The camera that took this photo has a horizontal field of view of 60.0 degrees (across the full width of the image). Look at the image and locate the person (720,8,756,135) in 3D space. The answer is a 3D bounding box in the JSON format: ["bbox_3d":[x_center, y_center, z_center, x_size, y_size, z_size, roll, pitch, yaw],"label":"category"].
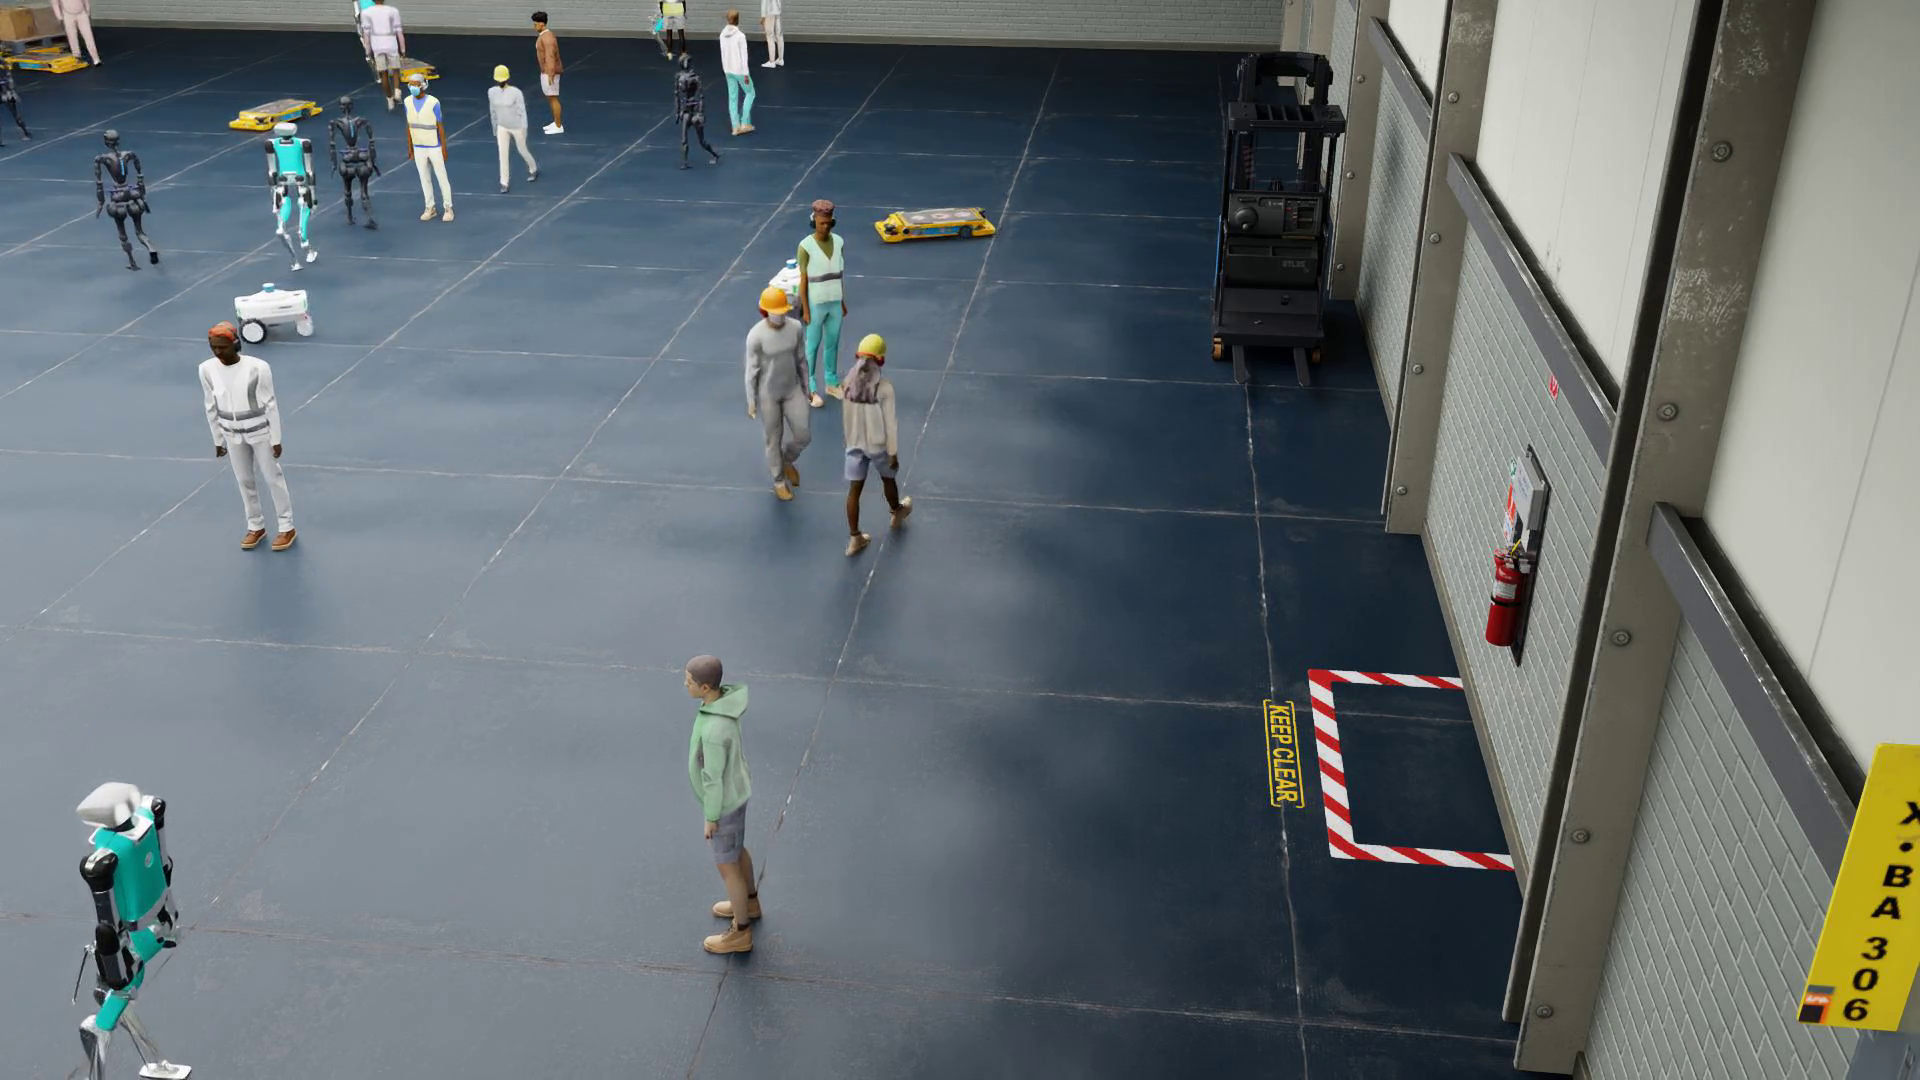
[{"bbox_3d":[-3.443,-7.281,25.846,0.528,1.904,0.520,15,30,27],"label":"person"}]

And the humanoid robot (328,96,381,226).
[{"bbox_3d":[-7.733,-4.815,21.224,0.610,1.624,0.671,-16,31,-29],"label":"humanoid robot"}]

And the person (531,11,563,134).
[{"bbox_3d":[-6.402,-7.303,25.966,0.416,1.842,0.792,-10,28,-19],"label":"person"}]

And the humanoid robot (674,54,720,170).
[{"bbox_3d":[-3.817,-6.178,23.958,0.590,1.648,0.723,18,32,32],"label":"humanoid robot"}]

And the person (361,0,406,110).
[{"bbox_3d":[-9.464,-8.111,27.390,0.623,2.015,0.480,-7,27,-13],"label":"person"}]

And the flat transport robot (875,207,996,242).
[{"bbox_3d":[-0.314,-4.009,21.142,1.431,0.231,0.659,-6,27,-12],"label":"flat transport robot"}]

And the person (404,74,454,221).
[{"bbox_3d":[-6.852,-5.057,21.436,0.515,1.886,0.393,5,27,9],"label":"person"}]

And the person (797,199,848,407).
[{"bbox_3d":[-1.299,-2.252,15.729,0.486,1.977,0.388,-20,33,-34],"label":"person"}]

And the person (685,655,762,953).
[{"bbox_3d":[-1.243,1.375,8.768,0.316,1.731,0.476,-1,27,-2],"label":"person"}]

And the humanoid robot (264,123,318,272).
[{"bbox_3d":[-7.782,-3.913,19.371,0.542,1.749,1.047,-4,27,-8],"label":"humanoid robot"}]

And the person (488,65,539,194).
[{"bbox_3d":[-6.178,-5.705,22.907,0.563,1.715,0.876,4,27,8],"label":"person"}]

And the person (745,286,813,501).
[{"bbox_3d":[-1.482,-1.210,13.758,0.601,1.877,0.440,-14,30,-26],"label":"person"}]

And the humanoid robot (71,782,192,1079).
[{"bbox_3d":[-4.009,1.931,7.767,0.808,1.884,0.544,3,27,5],"label":"humanoid robot"}]

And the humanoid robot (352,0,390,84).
[{"bbox_3d":[-10.358,-8.858,29.247,0.553,1.831,0.751,-4,27,-8],"label":"humanoid robot"}]

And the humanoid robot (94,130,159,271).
[{"bbox_3d":[-9.784,-3.959,19.478,0.484,1.647,0.602,21,33,35],"label":"humanoid robot"}]

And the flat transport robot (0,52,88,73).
[{"bbox_3d":[-16.965,-8.825,30.757,1.431,0.231,0.659,8,28,16],"label":"flat transport robot"}]

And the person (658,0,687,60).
[{"bbox_3d":[-5.399,-9.920,31.345,0.530,1.697,0.322,0,27,0],"label":"person"}]

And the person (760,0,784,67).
[{"bbox_3d":[-3.476,-9.696,30.702,0.405,1.876,0.498,20,33,35],"label":"person"}]

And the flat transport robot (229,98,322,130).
[{"bbox_3d":[-11.046,-6.876,26.866,0.659,0.231,1.431,9,28,17],"label":"flat transport robot"}]

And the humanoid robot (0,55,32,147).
[{"bbox_3d":[-14.554,-6.802,25.220,0.608,1.629,0.819,0,27,0],"label":"humanoid robot"}]

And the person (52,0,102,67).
[{"bbox_3d":[-16.285,-9.643,30.605,0.658,1.864,0.925,-19,32,-33],"label":"person"}]

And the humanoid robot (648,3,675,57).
[{"bbox_3d":[-5.681,-10.093,31.583,0.722,1.731,0.530,-9,28,-17],"label":"humanoid robot"}]

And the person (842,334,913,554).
[{"bbox_3d":[-0.666,-0.806,13.128,0.545,1.714,0.891,11,29,21],"label":"person"}]

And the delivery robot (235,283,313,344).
[{"bbox_3d":[-7.314,-2.409,17.650,0.803,0.614,0.499,-10,28,-20],"label":"delivery robot"}]

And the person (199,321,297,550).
[{"bbox_3d":[-5.553,-0.808,12.965,0.565,1.879,0.351,1,27,2],"label":"person"}]

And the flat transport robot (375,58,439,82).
[{"bbox_3d":[-10.031,-8.513,30.133,0.659,0.231,1.431,-19,32,-33],"label":"flat transport robot"}]

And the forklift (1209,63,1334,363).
[{"bbox_3d":[3.241,-3.477,17.183,1.129,2.768,1.873,3,27,6],"label":"forklift"}]

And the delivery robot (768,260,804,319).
[{"bbox_3d":[-1.858,-2.778,18.377,0.499,0.605,0.799,6,27,12],"label":"delivery robot"}]

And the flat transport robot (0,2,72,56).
[{"bbox_3d":[-17.730,-9.347,31.799,1.431,0.231,0.659,16,31,28],"label":"flat transport robot"}]
